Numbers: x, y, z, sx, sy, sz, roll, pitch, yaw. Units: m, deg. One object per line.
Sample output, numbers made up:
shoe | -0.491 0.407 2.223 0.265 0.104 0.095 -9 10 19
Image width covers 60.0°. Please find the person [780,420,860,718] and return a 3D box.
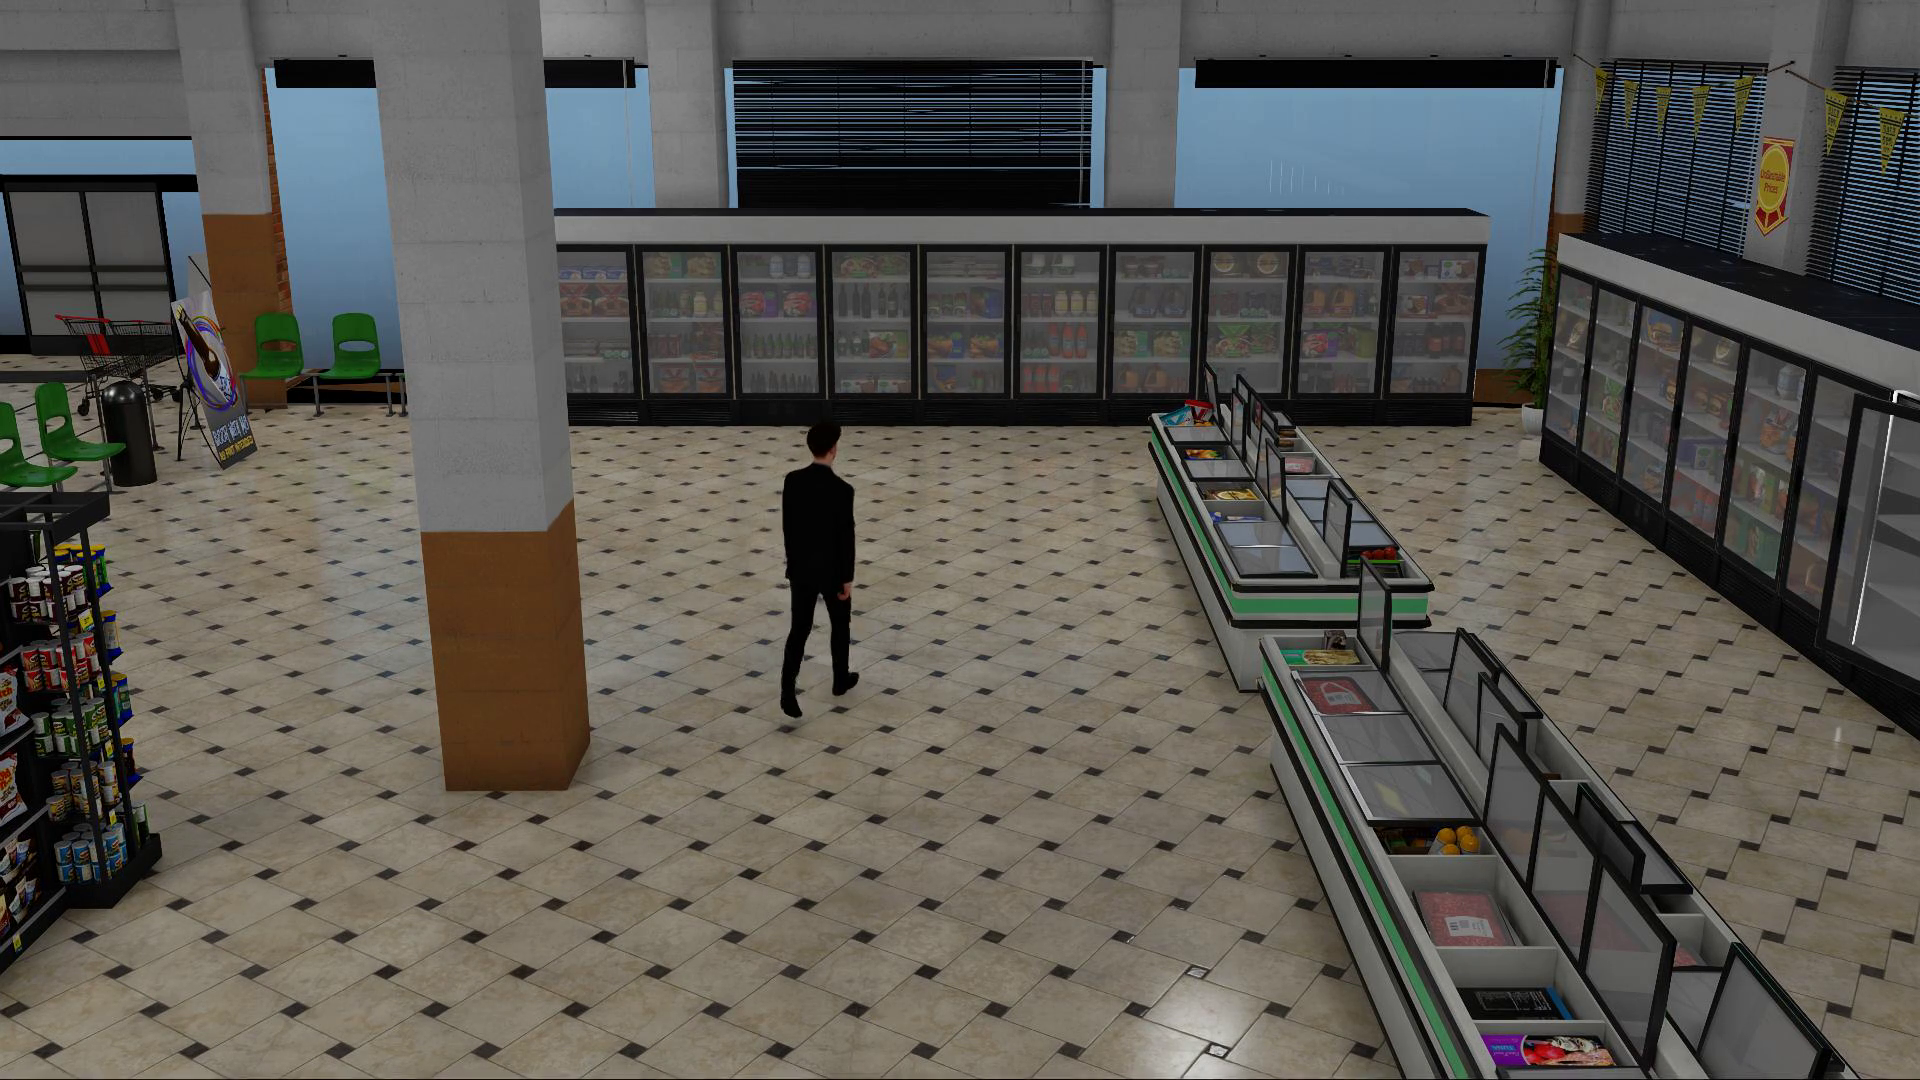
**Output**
person | -0.930 0.206 10.409 0.963 1.863 1.269 6 18 18
